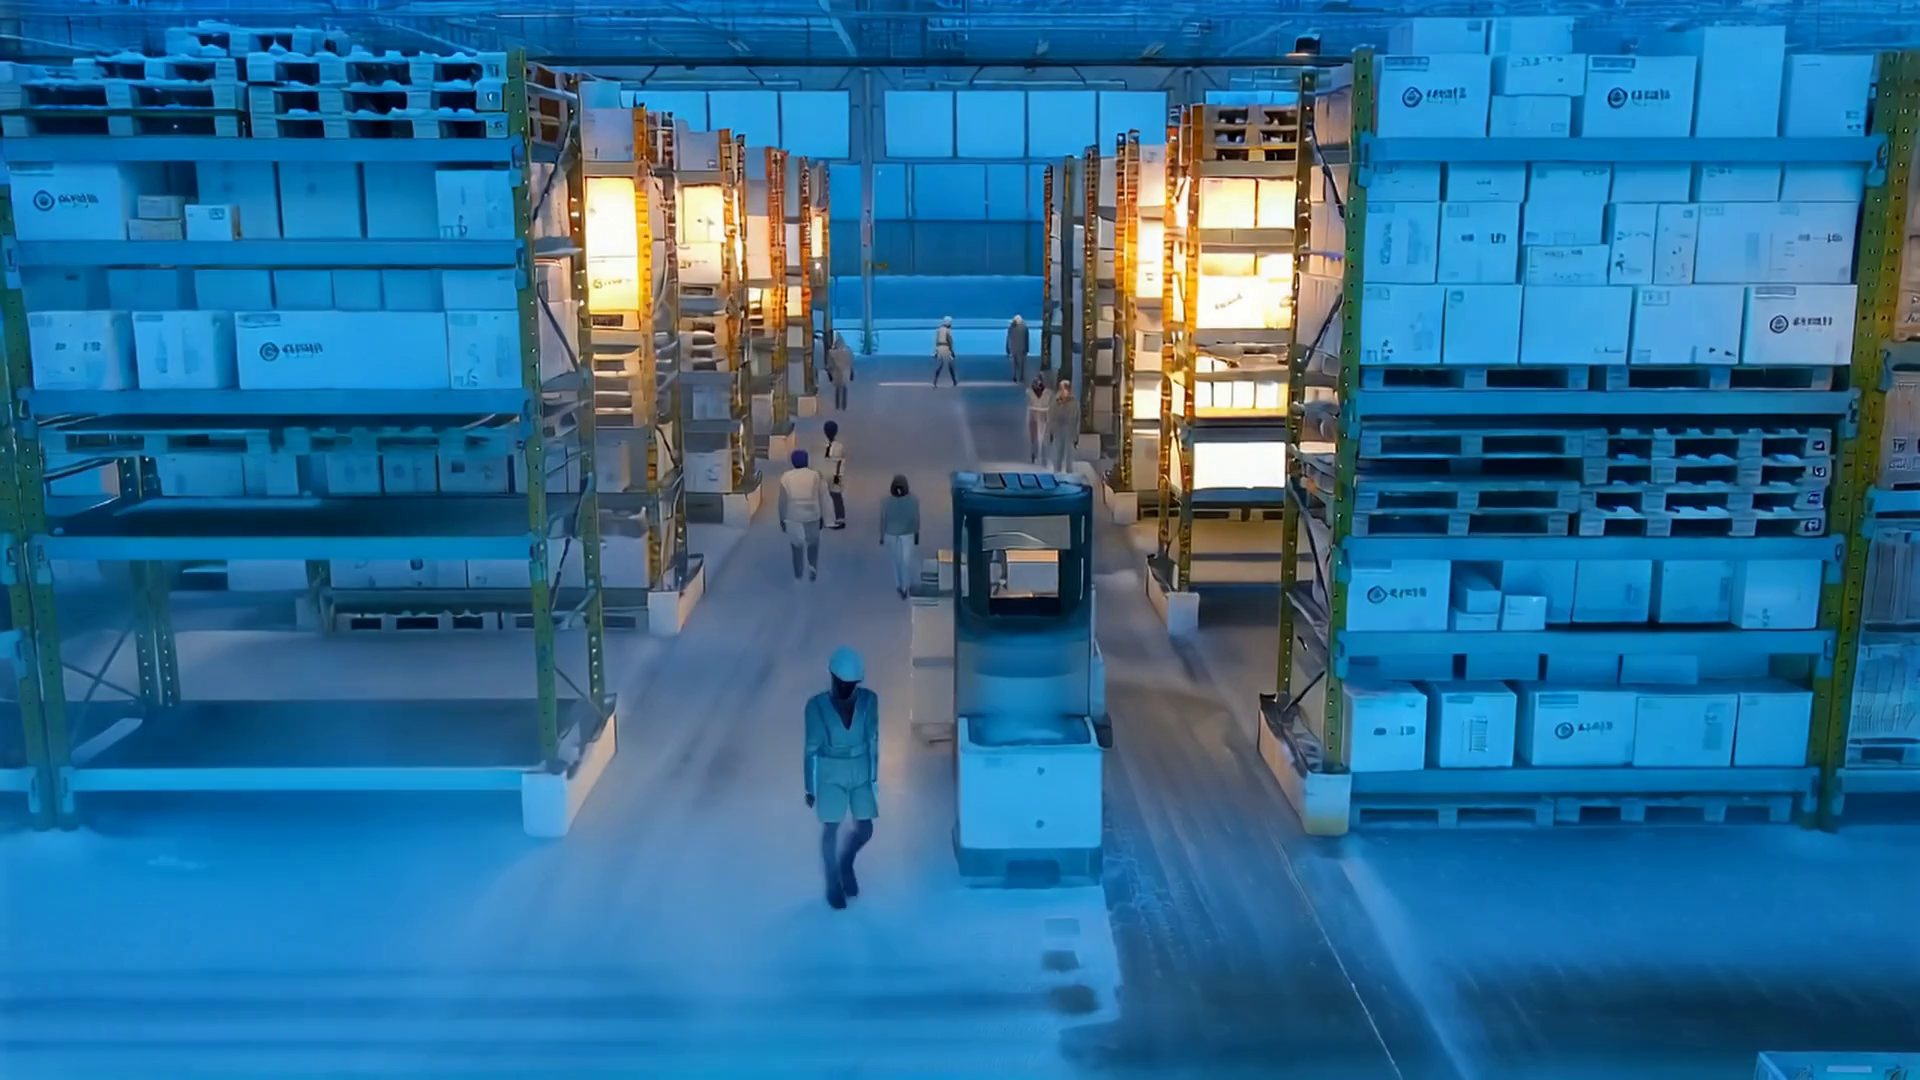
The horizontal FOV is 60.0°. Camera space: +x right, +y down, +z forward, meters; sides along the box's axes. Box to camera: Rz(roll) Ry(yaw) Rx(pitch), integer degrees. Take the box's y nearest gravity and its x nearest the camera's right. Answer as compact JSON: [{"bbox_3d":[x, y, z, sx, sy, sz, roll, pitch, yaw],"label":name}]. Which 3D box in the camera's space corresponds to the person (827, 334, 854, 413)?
[{"bbox_3d":[-2.876,-4.041,40.216,0.648,1.880,0.781,1,11,3],"label":"person"}]

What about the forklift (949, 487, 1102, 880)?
[{"bbox_3d":[0.495,0.986,12.813,1.129,2.768,1.873,0,11,-2],"label":"forklift"}]

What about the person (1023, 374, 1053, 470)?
[{"bbox_3d":[1.477,-2.274,31.634,0.572,1.820,0.800,0,11,0],"label":"person"}]

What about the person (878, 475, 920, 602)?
[{"bbox_3d":[-0.769,-0.045,21.133,0.505,1.591,0.846,1,11,7],"label":"person"}]

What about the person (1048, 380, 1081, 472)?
[{"bbox_3d":[1.871,-1.892,29.497,0.637,1.911,0.403,-7,13,-30],"label":"person"}]

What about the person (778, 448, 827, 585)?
[{"bbox_3d":[-2.066,-0.297,21.788,0.646,1.826,0.469,-1,11,-5],"label":"person"}]

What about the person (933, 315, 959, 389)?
[{"bbox_3d":[-0.390,-5.114,45.265,0.609,1.997,1.048,7,13,30],"label":"person"}]

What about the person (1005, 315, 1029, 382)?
[{"bbox_3d":[1.605,-5.360,46.737,0.684,1.883,0.633,1,11,4],"label":"person"}]

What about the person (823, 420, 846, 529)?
[{"bbox_3d":[-1.949,-1.014,25.692,0.318,1.693,0.538,-4,12,-20],"label":"person"}]

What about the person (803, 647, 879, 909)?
[{"bbox_3d":[-0.827,1.681,11.763,0.573,1.914,0.416,-5,12,-23],"label":"person"}]
